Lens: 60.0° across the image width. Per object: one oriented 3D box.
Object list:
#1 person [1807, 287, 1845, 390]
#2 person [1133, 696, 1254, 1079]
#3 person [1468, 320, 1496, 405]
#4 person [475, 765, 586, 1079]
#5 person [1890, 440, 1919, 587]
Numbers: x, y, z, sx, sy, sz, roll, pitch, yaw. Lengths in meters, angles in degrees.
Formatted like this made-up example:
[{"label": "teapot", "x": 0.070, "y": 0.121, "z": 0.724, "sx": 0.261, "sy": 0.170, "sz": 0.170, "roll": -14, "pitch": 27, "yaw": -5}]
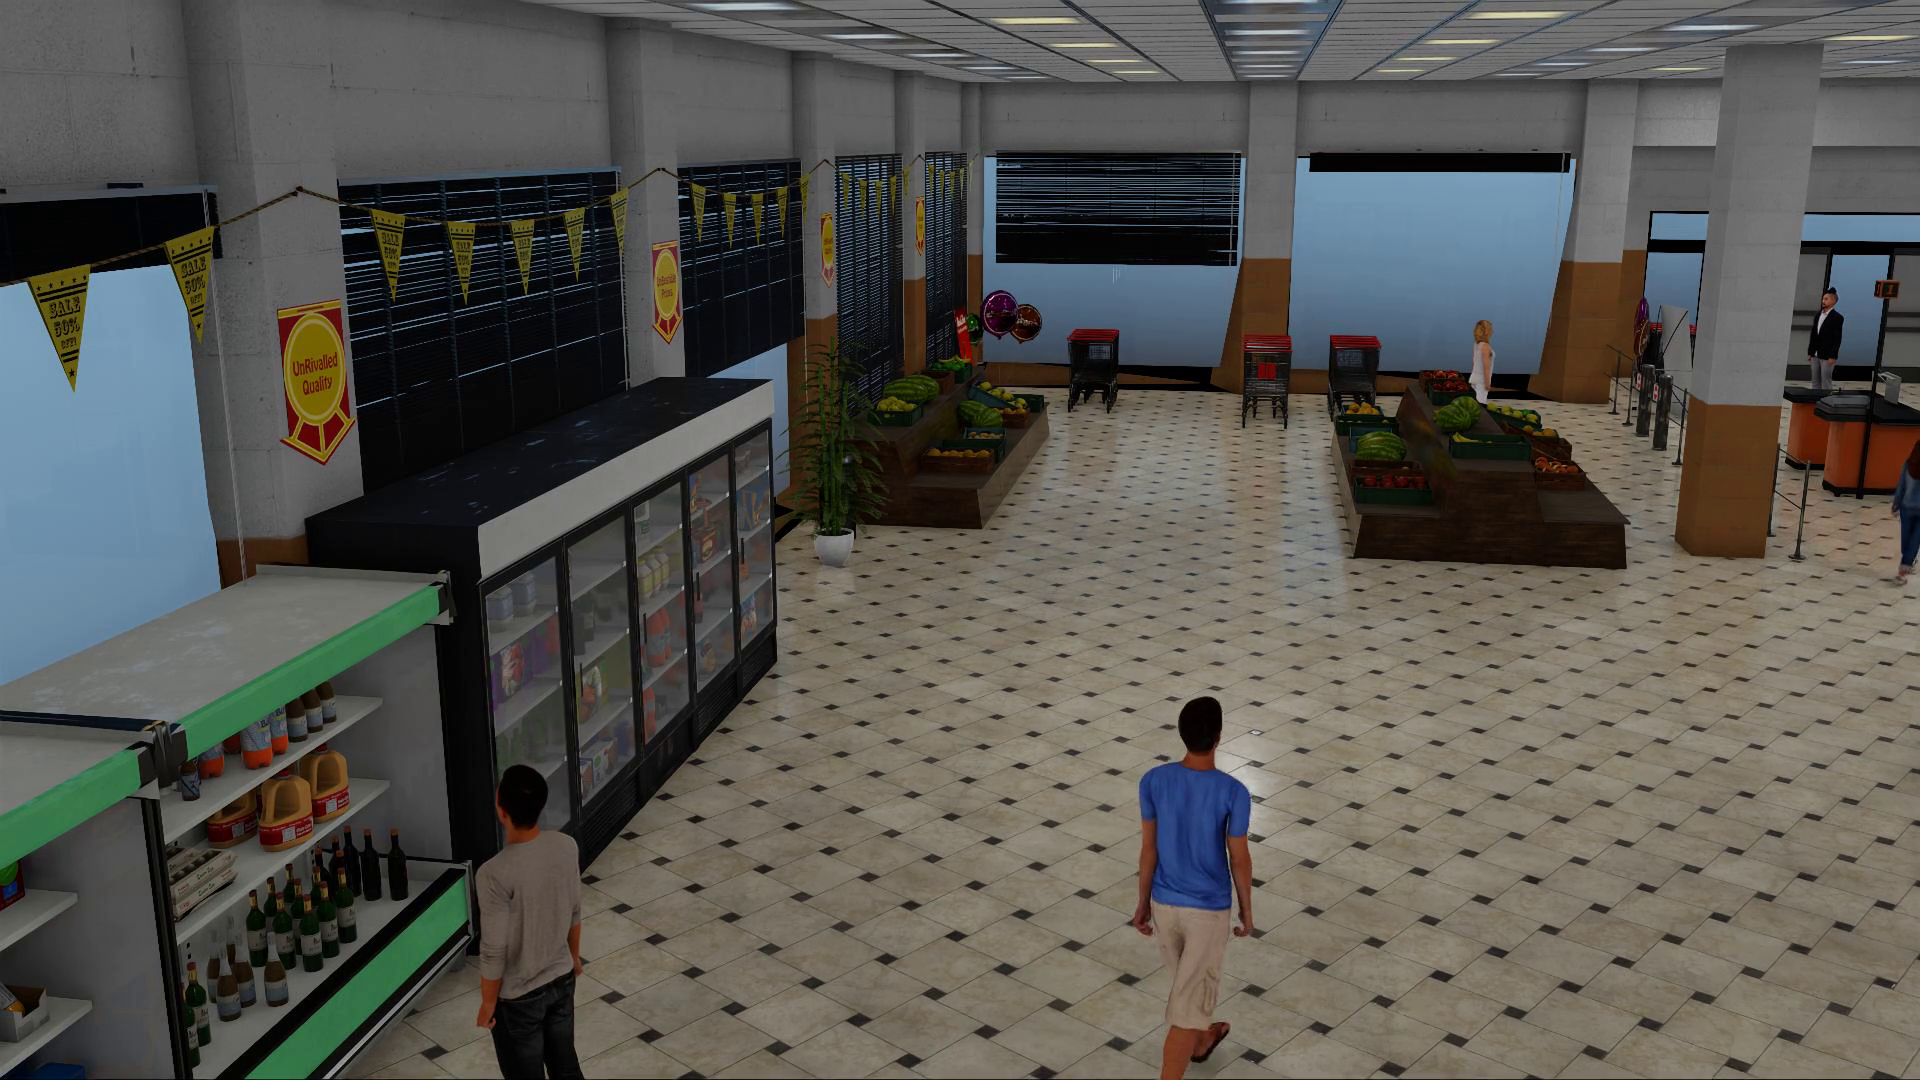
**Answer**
[{"label": "person", "x": 13.074, "y": -2.843, "z": 25.135, "sx": 0.851, "sy": 1.950, "sz": 0.685, "roll": -3, "pitch": 14, "yaw": -13}, {"label": "person", "x": 0.954, "y": 1.611, "z": 7.038, "sx": 0.947, "sy": 1.823, "sz": 1.324, "roll": 8, "pitch": 16, "yaw": 29}, {"label": "person", "x": 7.259, "y": -2.240, "z": 23.243, "sx": 0.712, "sy": 1.670, "sz": 0.566, "roll": -1, "pitch": 14, "yaw": -4}, {"label": "person", "x": -1.662, "y": 1.743, "z": 6.523, "sx": 0.785, "sy": 1.809, "sz": 0.633, "roll": 9, "pitch": 16, "yaw": 32}, {"label": "person", "x": 8.955, "y": -0.268, "z": 15.579, "sx": 0.899, "sy": 1.449, "sz": 1.035, "roll": 12, "pitch": 18, "yaw": 41}]
